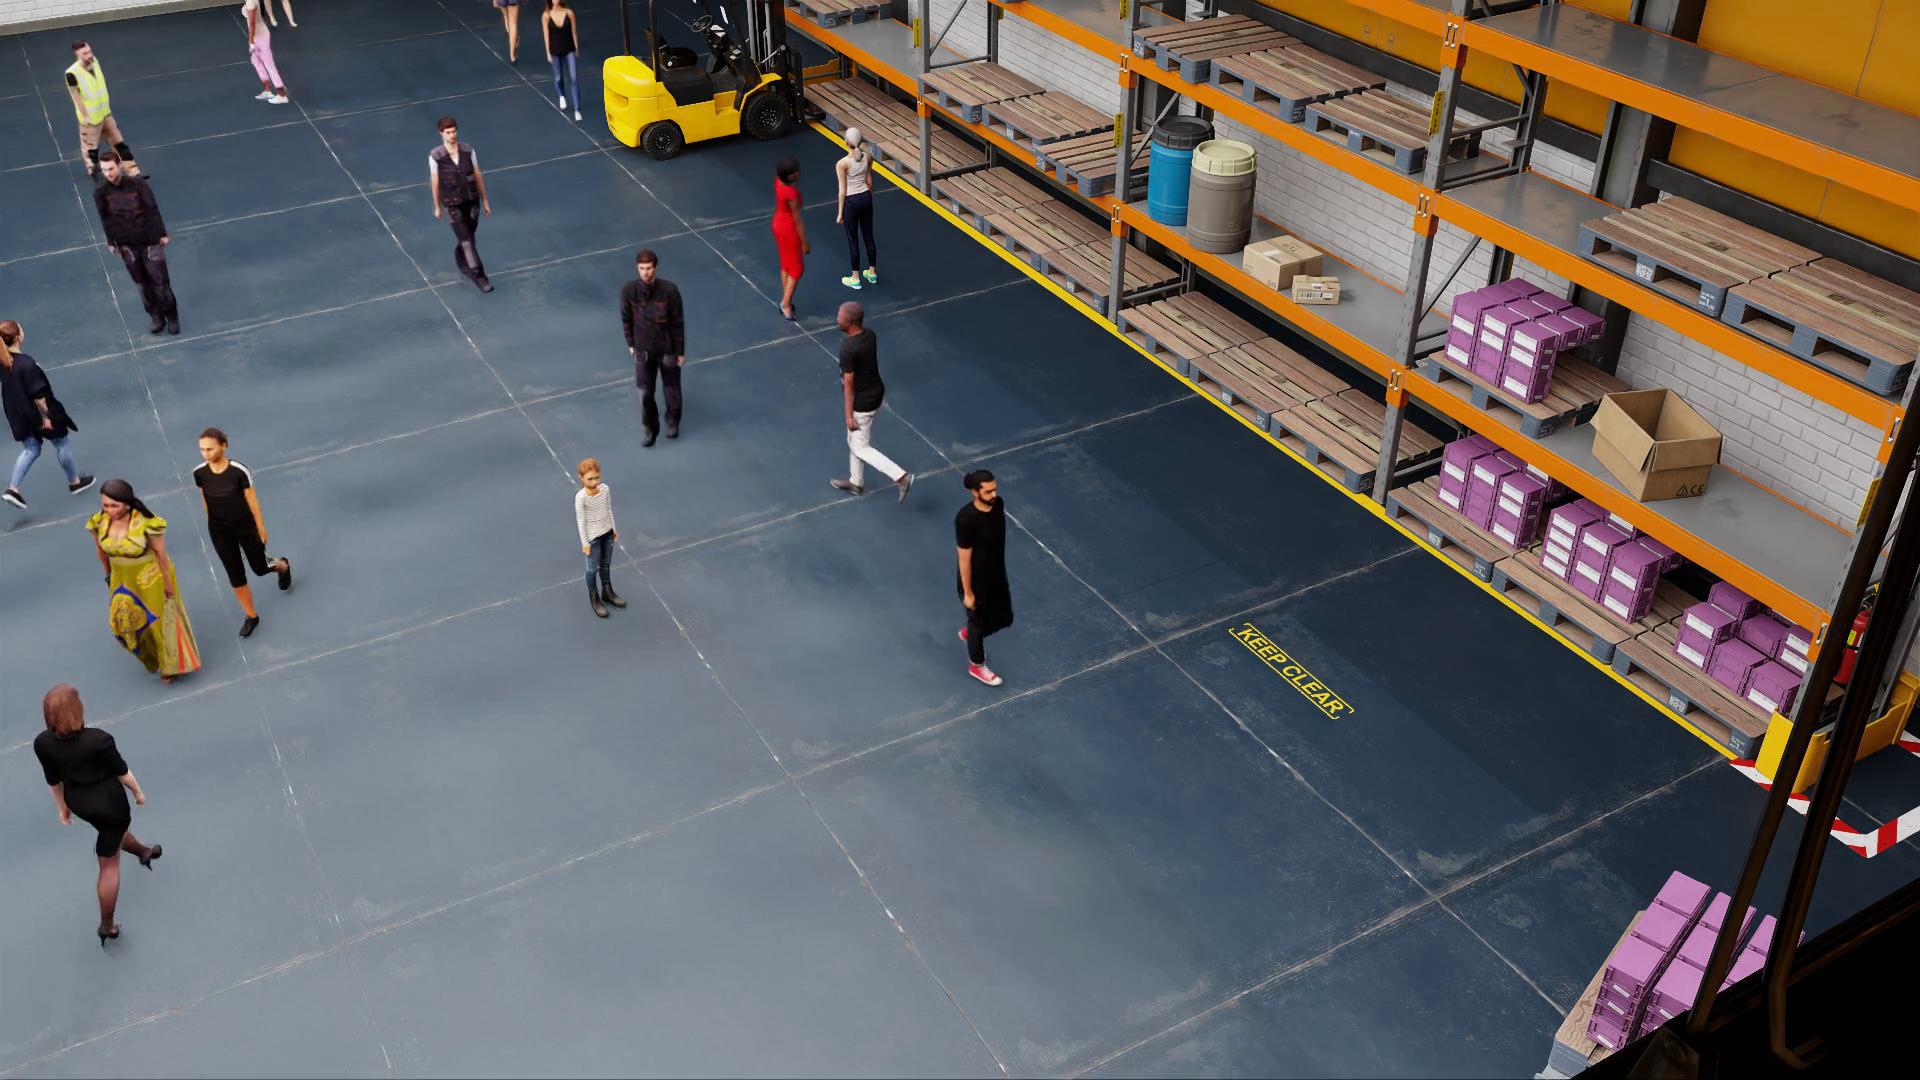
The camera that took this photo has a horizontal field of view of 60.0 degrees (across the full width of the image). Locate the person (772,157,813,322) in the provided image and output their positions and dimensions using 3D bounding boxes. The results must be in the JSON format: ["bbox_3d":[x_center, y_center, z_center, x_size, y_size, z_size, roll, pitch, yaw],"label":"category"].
[{"bbox_3d":[-1.745,-3.083,16.767,0.699,1.724,0.489,-28,43,-35],"label":"person"}]

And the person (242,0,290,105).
[{"bbox_3d":[-9.213,-6.665,22.149,0.785,1.731,0.727,-4,34,-6],"label":"person"}]

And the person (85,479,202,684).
[{"bbox_3d":[-5.798,0.237,11.840,0.900,1.649,0.996,-2,34,-4],"label":"person"}]

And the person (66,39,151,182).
[{"bbox_3d":[-10.290,-5.057,19.693,1.211,1.773,1.100,8,34,12],"label":"person"}]

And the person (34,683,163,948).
[{"bbox_3d":[-5.067,1.652,9.745,0.951,1.611,1.163,-1,34,-2],"label":"person"}]

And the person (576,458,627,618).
[{"bbox_3d":[-2.739,-0.039,12.559,0.544,1.313,0.532,24,40,31],"label":"person"}]

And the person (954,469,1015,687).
[{"bbox_3d":[0.098,0.242,11.744,0.799,1.747,0.733,27,42,34],"label":"person"}]

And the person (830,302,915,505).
[{"bbox_3d":[-0.730,-1.105,13.741,1.174,1.781,1.054,12,36,18],"label":"person"}]

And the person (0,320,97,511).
[{"bbox_3d":[-7.700,-0.993,13.680,1.046,1.662,1.058,12,36,18],"label":"person"}]

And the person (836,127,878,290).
[{"bbox_3d":[-1.073,-3.469,17.370,0.632,1.701,0.571,-23,40,-31],"label":"person"}]

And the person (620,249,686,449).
[{"bbox_3d":[-2.649,-1.736,14.654,0.865,1.821,0.894,-1,34,-2],"label":"person"}]

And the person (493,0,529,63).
[{"bbox_3d":[-6.455,-7.685,23.729,0.989,1.682,1.200,0,34,1],"label":"person"}]

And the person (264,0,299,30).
[{"bbox_3d":[-10.440,-8.533,25.074,0.606,1.605,1.008,-19,38,-27],"label":"person"}]

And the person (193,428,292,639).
[{"bbox_3d":[-5.348,-0.122,12.378,0.900,1.653,1.033,3,34,4],"label":"person"}]

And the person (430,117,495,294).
[{"bbox_3d":[-5.237,-3.522,17.356,0.795,1.802,1.234,-24,40,-31],"label":"person"}]

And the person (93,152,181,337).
[{"bbox_3d":[-8.092,-2.960,16.429,0.808,1.894,0.814,-5,34,-8],"label":"person"}]

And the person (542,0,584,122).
[{"bbox_3d":[-5.225,-6.410,21.813,0.777,1.679,1.159,-9,35,-13],"label":"person"}]
